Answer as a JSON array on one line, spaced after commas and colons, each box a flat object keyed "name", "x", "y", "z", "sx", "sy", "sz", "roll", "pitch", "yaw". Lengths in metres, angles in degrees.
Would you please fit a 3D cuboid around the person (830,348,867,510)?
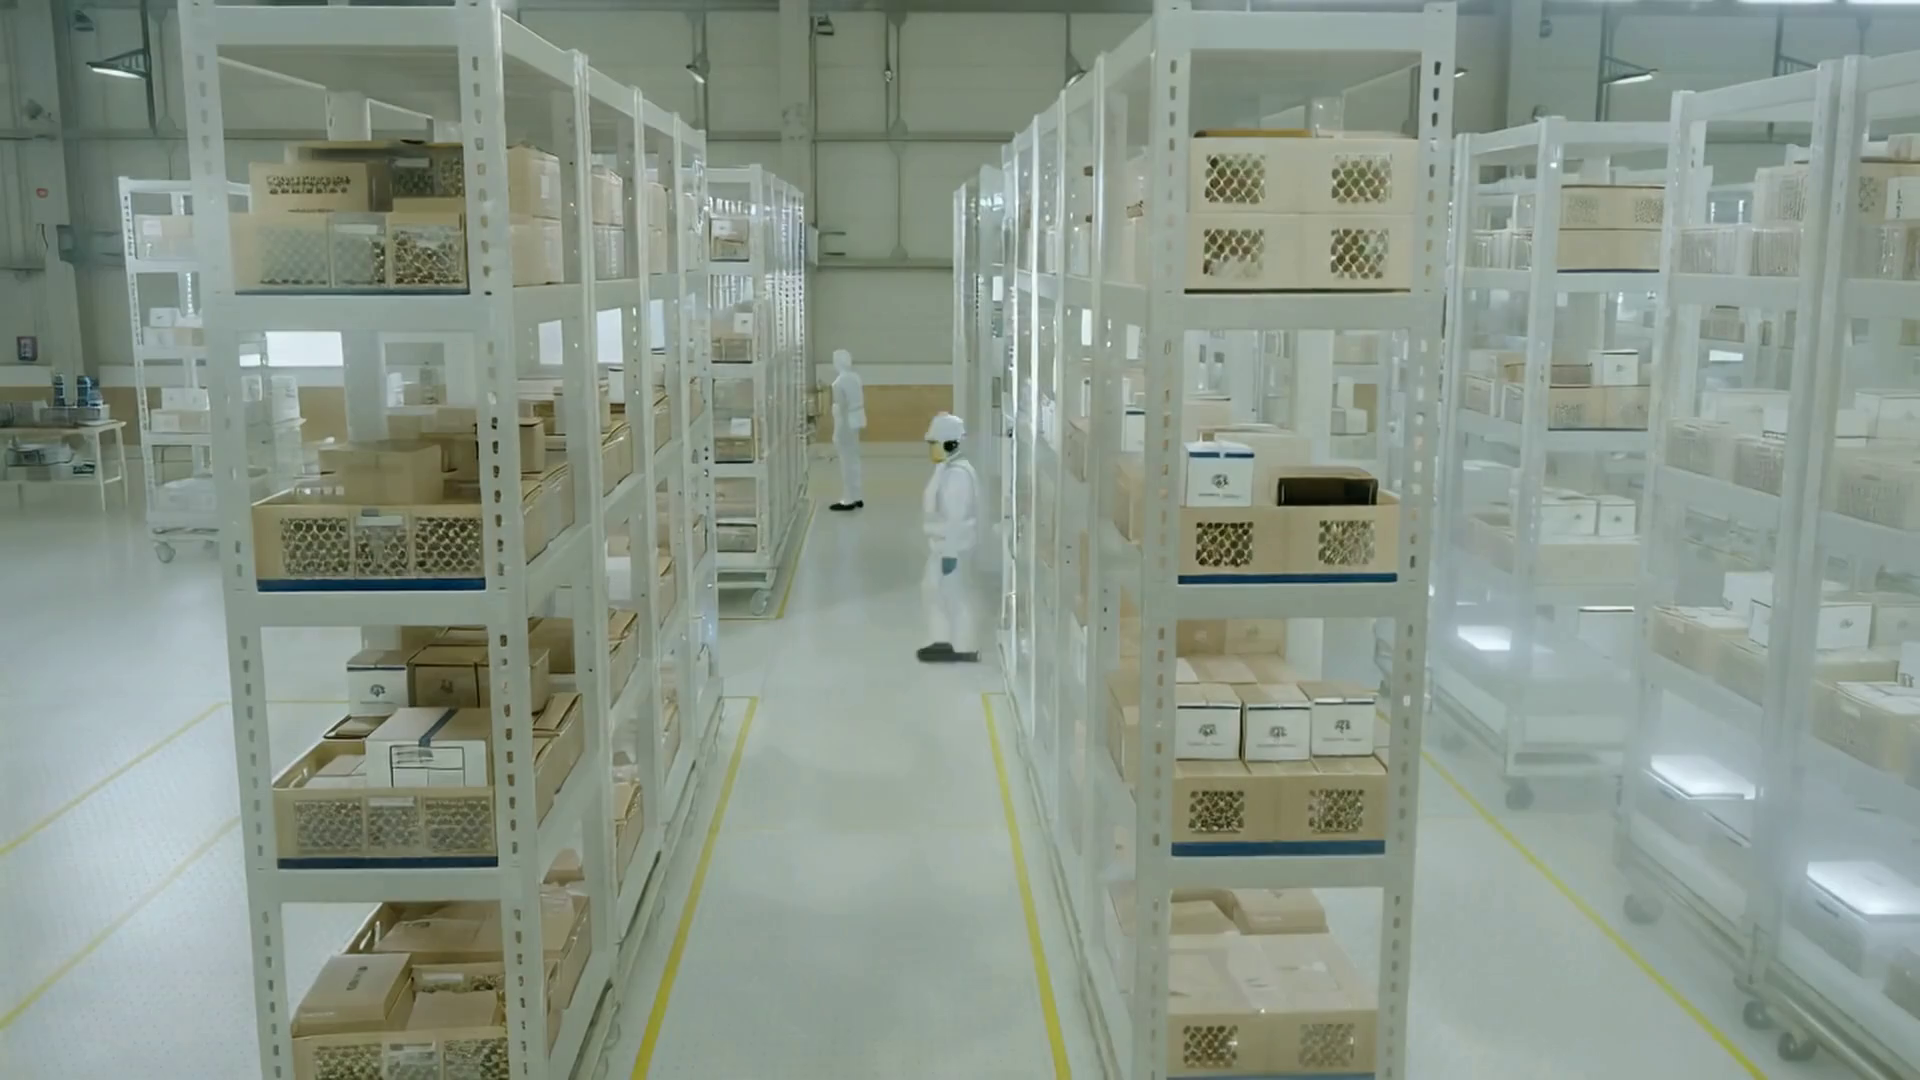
[{"name": "person", "x": -1.270, "y": -1.263, "z": 18.973, "sx": 0.392, "sy": 1.836, "sz": 0.561, "roll": 4, "pitch": 11, "yaw": 21}]

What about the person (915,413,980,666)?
[{"name": "person", "x": -0.130, "y": 0.009, "z": 11.768, "sx": 0.575, "sy": 1.810, "sz": 0.629, "roll": -1, "pitch": 10, "yaw": -8}]
